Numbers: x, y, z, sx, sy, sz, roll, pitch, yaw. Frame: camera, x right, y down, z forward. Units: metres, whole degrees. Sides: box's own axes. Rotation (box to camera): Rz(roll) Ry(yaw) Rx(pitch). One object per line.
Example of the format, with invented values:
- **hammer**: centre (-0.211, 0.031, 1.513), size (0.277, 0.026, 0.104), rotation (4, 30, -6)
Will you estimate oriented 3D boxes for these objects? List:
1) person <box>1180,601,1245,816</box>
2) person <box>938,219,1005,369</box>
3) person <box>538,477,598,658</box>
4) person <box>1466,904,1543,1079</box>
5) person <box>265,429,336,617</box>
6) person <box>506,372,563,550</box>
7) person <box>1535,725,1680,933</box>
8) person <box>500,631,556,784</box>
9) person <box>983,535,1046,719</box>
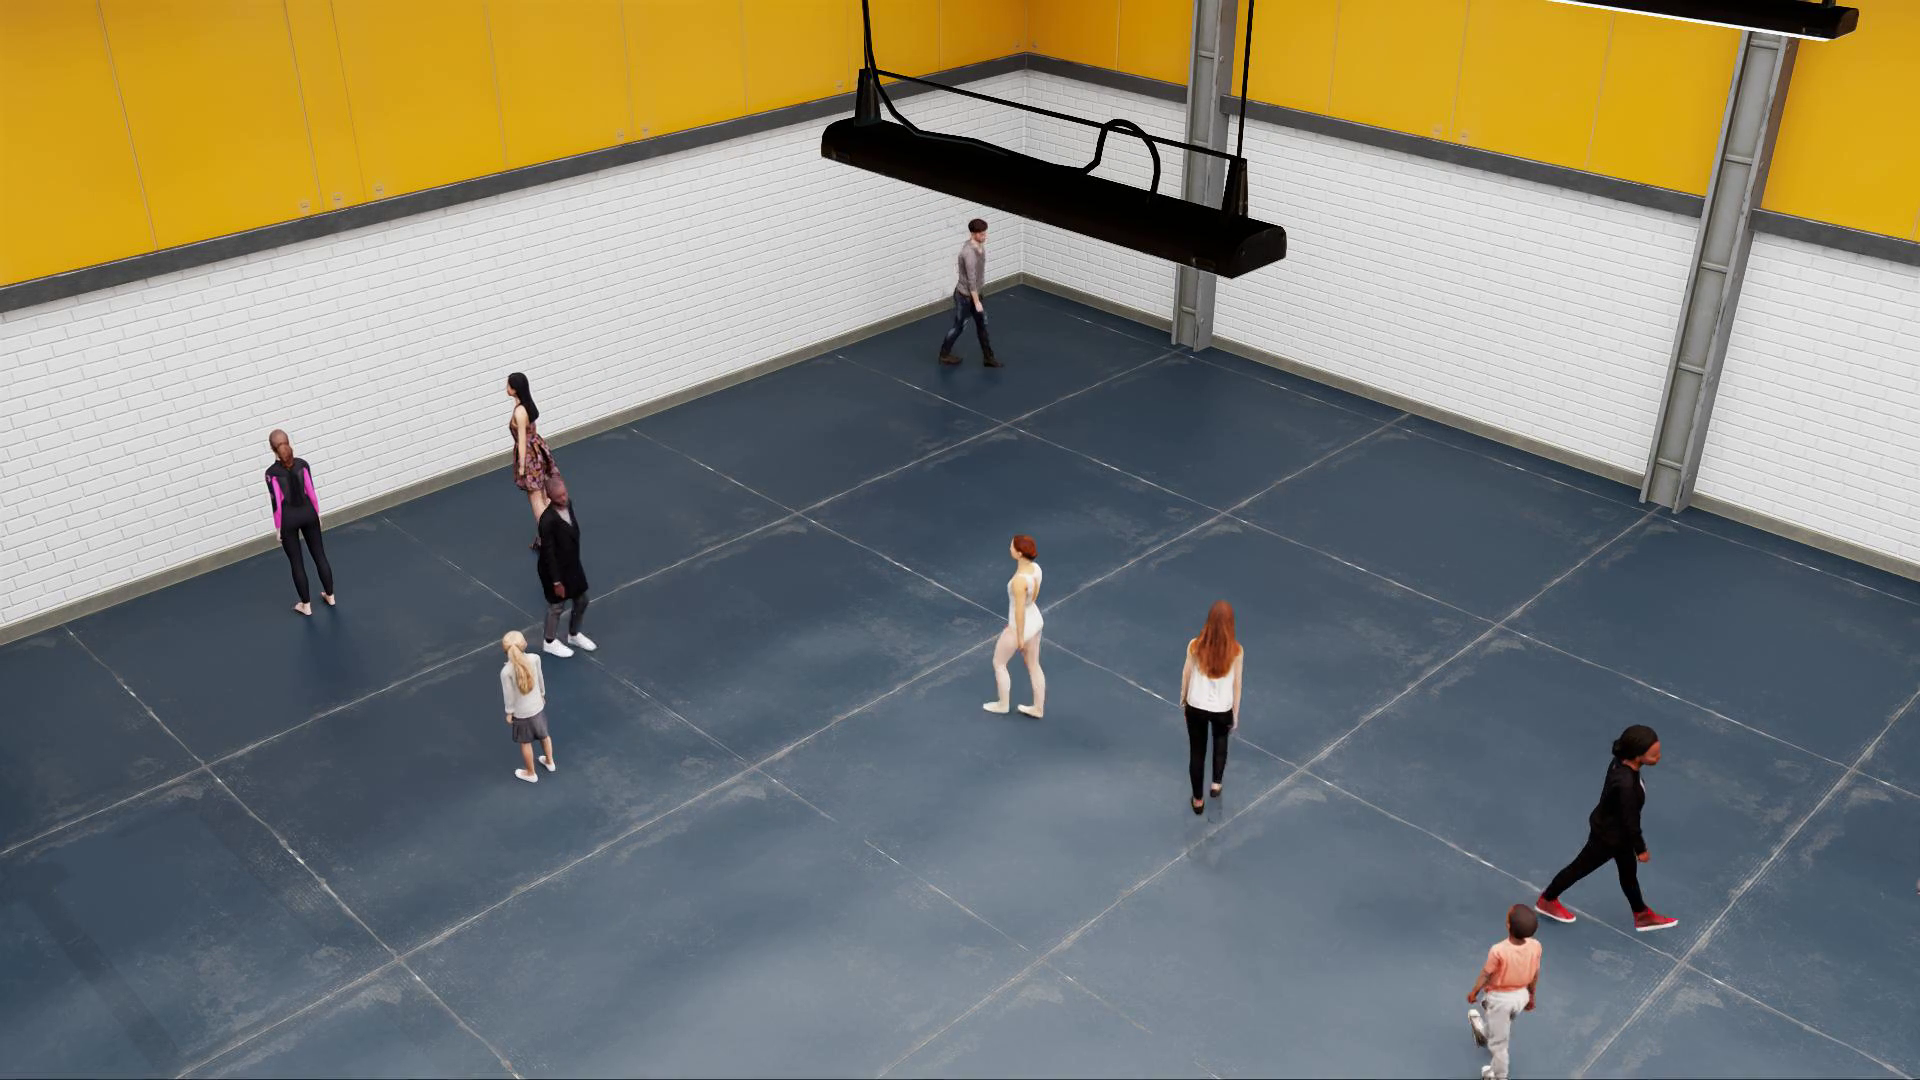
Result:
- **person**: centre (1.796, 1.256, 11.947), size (0.725, 1.708, 0.787), rotation (3, 29, 6)
- **person**: centre (0.039, -2.854, 19.345), size (1.184, 1.840, 0.992), rotation (6, 29, 11)
- **person**: centre (-3.375, 0.217, 13.828), size (0.830, 1.730, 0.782), rotation (6, 29, 11)
- **person**: centre (3.221, 2.715, 9.711), size (0.761, 1.288, 0.896), rotation (-6, 29, -11)
- **person**: centre (-5.784, -0.168, 14.513), size (0.559, 1.752, 0.561), rotation (-24, 37, -37)
- **person**: centre (-4.009, -0.741, 15.539), size (0.864, 1.773, 0.799), rotation (-2, 29, -3)
- **person**: centre (4.146, 1.903, 10.842), size (1.183, 1.630, 0.852), rotation (11, 31, 20)
- **person**: centre (-3.242, 1.232, 12.444), size (0.522, 1.275, 0.504), rotation (23, 36, 35)
- **person**: centre (0.574, 0.711, 13.032), size (0.764, 1.626, 0.652), rotation (16, 32, 27)
